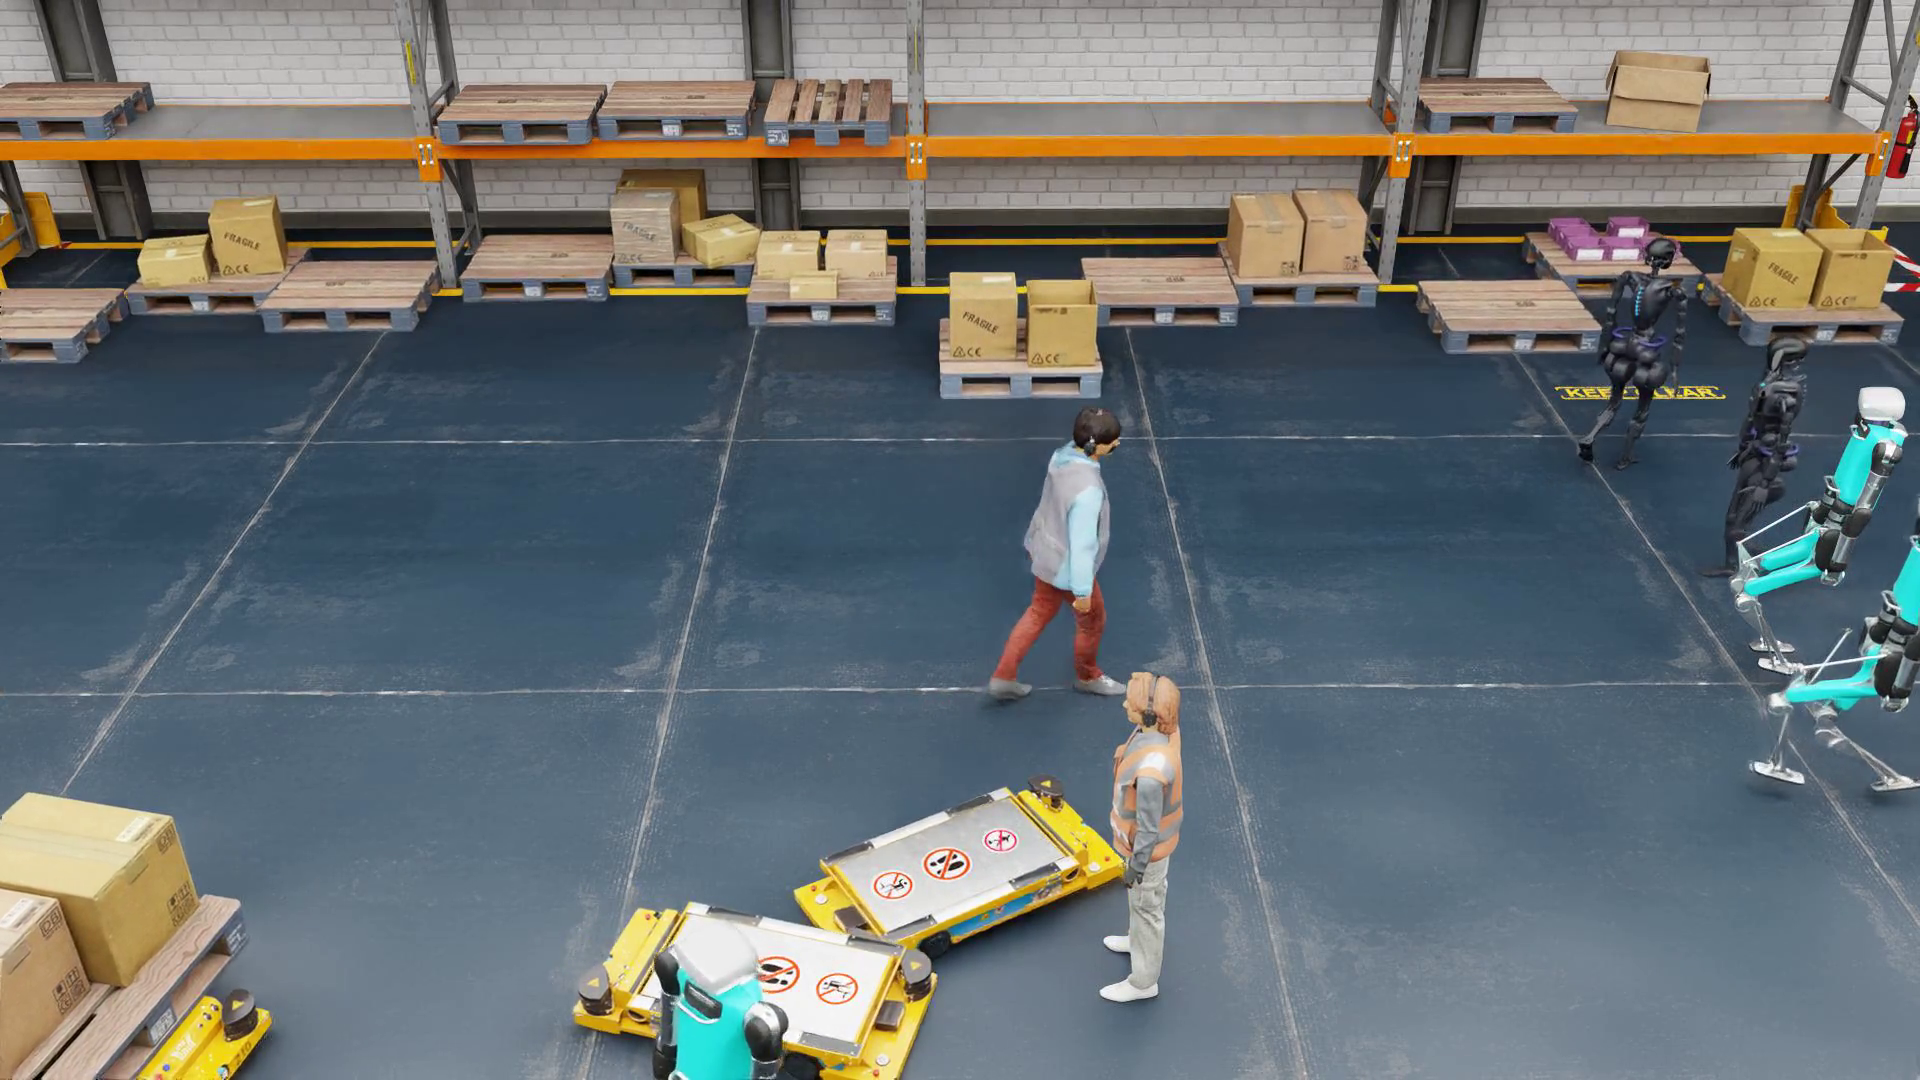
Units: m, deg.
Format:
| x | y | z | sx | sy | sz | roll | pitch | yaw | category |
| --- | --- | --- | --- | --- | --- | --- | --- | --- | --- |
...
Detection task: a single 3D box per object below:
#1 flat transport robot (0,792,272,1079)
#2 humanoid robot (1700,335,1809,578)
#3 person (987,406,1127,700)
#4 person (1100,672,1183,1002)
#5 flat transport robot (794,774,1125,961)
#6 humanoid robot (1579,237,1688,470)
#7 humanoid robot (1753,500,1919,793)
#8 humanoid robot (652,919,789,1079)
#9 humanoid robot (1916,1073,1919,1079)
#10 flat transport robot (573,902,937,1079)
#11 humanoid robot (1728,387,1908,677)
| x | y | z | sx | sy | sz | roll | pitch | yaw | category |
| --- | --- | --- | --- | --- | --- | --- | --- | --- | --- |
| -3.709 | 2.082 | 6.944 | 1.431 | 0.231 | 0.659 | 7 | 32 | 11 | flat transport robot |
| 4.780 | -0.455 | 9.798 | 0.455 | 1.636 | 0.589 | 3 | 31 | 5 | humanoid robot |
| 0.508 | 0.108 | 8.714 | 0.793 | 1.833 | 0.647 | -4 | 31 | -7 | person |
| 0.778 | 1.247 | 7.001 | 0.306 | 1.640 | 0.516 | 5 | 31 | 7 | person |
| 0.004 | 1.568 | 7.801 | 1.431 | 0.231 | 0.659 | -17 | 35 | -26 | flat transport robot |
| 4.491 | -1.209 | 11.059 | 0.483 | 1.639 | 0.613 | -23 | 38 | -33 | humanoid robot |
| 4.328 | 0.559 | 8.084 | 1.036 | 1.751 | 0.548 | 7 | 32 | 12 | humanoid robot |
| -0.948 | 2.110 | 5.480 | 0.546 | 1.774 | 0.806 | 23 | 38 | 33 | humanoid robot |
| 2.686 | 2.221 | 5.328 | 0.937 | 1.790 | 0.548 | 5 | 31 | 8 | humanoid robot |
| -0.874 | 1.943 | 7.176 | 1.431 | 0.231 | 0.659 | 8 | 32 | 14 | flat transport robot |
| 4.505 | -0.057 | 8.950 | 0.735 | 1.677 | 0.533 | 7 | 32 | 12 | humanoid robot |
